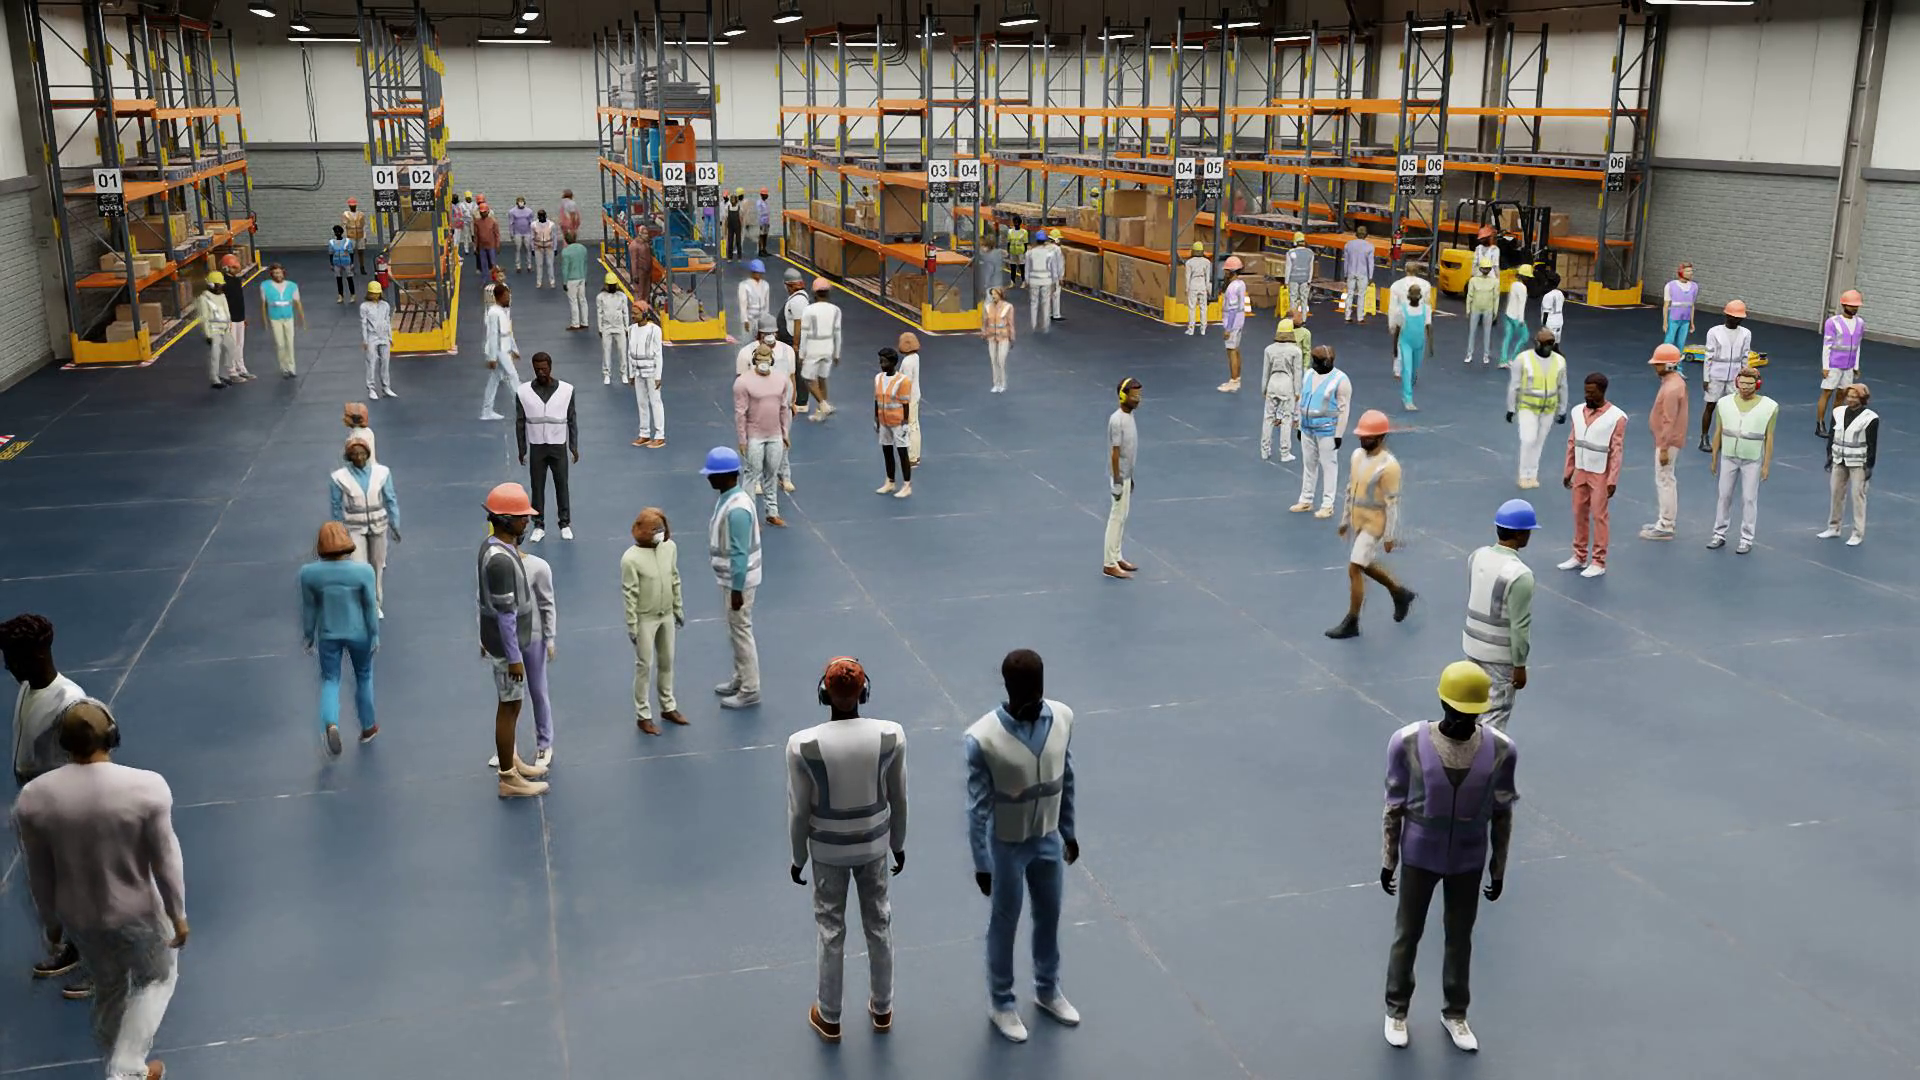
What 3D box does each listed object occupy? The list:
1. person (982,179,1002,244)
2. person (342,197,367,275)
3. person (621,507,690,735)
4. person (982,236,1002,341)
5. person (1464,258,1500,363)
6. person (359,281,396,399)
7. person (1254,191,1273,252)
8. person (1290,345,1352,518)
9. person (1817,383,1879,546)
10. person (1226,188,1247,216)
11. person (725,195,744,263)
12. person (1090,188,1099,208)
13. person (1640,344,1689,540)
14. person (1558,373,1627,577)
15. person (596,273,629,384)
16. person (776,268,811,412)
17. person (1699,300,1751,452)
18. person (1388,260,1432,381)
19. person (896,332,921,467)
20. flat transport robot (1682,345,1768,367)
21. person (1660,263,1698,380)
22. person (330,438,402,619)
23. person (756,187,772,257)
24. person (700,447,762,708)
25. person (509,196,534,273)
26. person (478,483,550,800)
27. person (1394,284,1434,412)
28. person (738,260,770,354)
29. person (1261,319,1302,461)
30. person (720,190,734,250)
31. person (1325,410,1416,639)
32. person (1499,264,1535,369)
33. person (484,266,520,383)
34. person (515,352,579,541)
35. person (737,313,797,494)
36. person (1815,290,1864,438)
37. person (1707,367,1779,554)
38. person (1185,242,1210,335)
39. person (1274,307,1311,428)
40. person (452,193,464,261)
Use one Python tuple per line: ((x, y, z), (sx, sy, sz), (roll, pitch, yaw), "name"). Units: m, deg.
((0.910, -9.763, 49.715), (0.808, 2.024, 0.622), (-8, 17, -27), "person")
((-15.249, -7.662, 41.965), (0.552, 1.935, 0.369), (-10, 18, -33), "person")
((-2.140, 0.557, 11.643), (0.295, 1.623, 0.507), (11, 18, 35), "person")
((0.601, -4.633, 30.644), (0.385, 1.906, 0.700), (5, 16, 19), "person")
((8.780, -3.858, 27.974), (0.533, 1.772, 0.297), (5, 16, 19), "person")
((-8.639, -2.973, 24.700), (0.323, 1.741, 0.491), (12, 19, 39), "person")
((8.755, -9.258, 47.996), (0.630, 1.930, 0.467), (-4, 15, -14), "person")
((3.823, -1.156, 17.682), (0.430, 1.839, 0.619), (-11, 18, -36), "person")
((8.888, -0.758, 16.595), (0.321, 1.628, 0.530), (-6, 16, -22), "person")
((7.870, -9.111, 47.559), (0.675, 1.873, 0.826), (-5, 16, -20), "person")
((-6.093, -8.399, 44.931), (0.506, 1.839, 0.343), (0, 15, 0), "person")
((4.055, -9.769, 50.281), (0.328, 1.736, 0.492), (0, 15, 0), "person")
((7.099, -0.991, 16.804), (0.432, 1.977, 0.611), (7, 17, 26), "person")
((5.912, -0.620, 15.534), (0.405, 1.909, 0.599), (-8, 17, -28), "person")
((-5.402, -3.298, 25.936), (0.486, 1.736, 0.320), (-4, 15, -13), "person")
((-2.360, -2.844, 23.640), (0.535, 2.000, 0.684), (0, 15, 2), "person")
((9.614, -2.049, 20.870), (0.543, 1.929, 0.387), (1, 15, 3), "person")
((6.996, -3.393, 25.946), (0.655, 1.920, 0.696), (3, 15, 12), "person")
((-0.619, -1.693, 20.084), (0.284, 1.636, 0.500), (3, 15, 10), "person")
((12.773, -3.115, 28.050), (0.652, 0.197, 1.431), (-12, 19, -38), "flat transport robot")
((11.363, -3.460, 26.323), (0.564, 1.848, 0.390), (-4, 15, -14), "person")
((-4.955, -0.048, 13.959), (0.518, 1.606, 0.801), (-9, 17, -31), "person")
((-5.495, -8.934, 46.780), (0.392, 1.929, 0.546), (6, 16, 21), "person")
((-1.655, 0.266, 12.140), (0.422, 1.935, 0.621), (-4, 15, -15), "person")
((-11.169, -7.791, 42.449), (0.629, 1.940, 0.372), (-6, 16, -22), "person")
((-2.834, 0.636, 10.563), (0.404, 2.035, 0.606), (-5, 16, -17), "person")
((6.483, -2.797, 23.941), (0.506, 1.809, 0.963), (-1, 15, -4), "person")
((-3.219, -3.465, 26.263), (0.627, 1.889, 1.016), (-12, 19, -38), "person")
((3.961, -1.851, 20.510), (0.499, 1.732, 0.379), (11, 18, 36), "person")
((-6.832, -9.375, 48.764), (0.559, 1.751, 0.326), (8, 17, 28), "person")
((3.450, -0.150, 13.749), (0.872, 1.911, 0.550), (-5, 16, -18), "person")
((9.137, -3.651, 27.255), (0.512, 1.726, 0.632), (-1, 15, -3), "person")
((-7.212, -3.368, 26.021), (0.411, 1.831, 0.572), (4, 15, 15), "person")
((-4.147, -0.946, 16.731), (0.597, 1.917, 0.375), (-3, 15, -12), "person")
((-2.129, -1.533, 18.704), (0.688, 2.000, 0.539), (-7, 16, -25), "person")
((11.555, -2.301, 21.792), (0.542, 1.938, 0.358), (-3, 15, -12), "person")
((7.658, -0.786, 16.296), (0.560, 1.837, 0.390), (12, 19, 38), "person")
((4.466, -4.743, 31.356), (0.486, 1.744, 0.294), (-3, 15, -11), "person")
((4.478, -2.327, 22.473), (0.503, 1.632, 0.274), (10, 18, 32), "person")
((-13.819, -8.561, 45.563), (0.431, 1.837, 0.631), (0, 15, -2), "person")
